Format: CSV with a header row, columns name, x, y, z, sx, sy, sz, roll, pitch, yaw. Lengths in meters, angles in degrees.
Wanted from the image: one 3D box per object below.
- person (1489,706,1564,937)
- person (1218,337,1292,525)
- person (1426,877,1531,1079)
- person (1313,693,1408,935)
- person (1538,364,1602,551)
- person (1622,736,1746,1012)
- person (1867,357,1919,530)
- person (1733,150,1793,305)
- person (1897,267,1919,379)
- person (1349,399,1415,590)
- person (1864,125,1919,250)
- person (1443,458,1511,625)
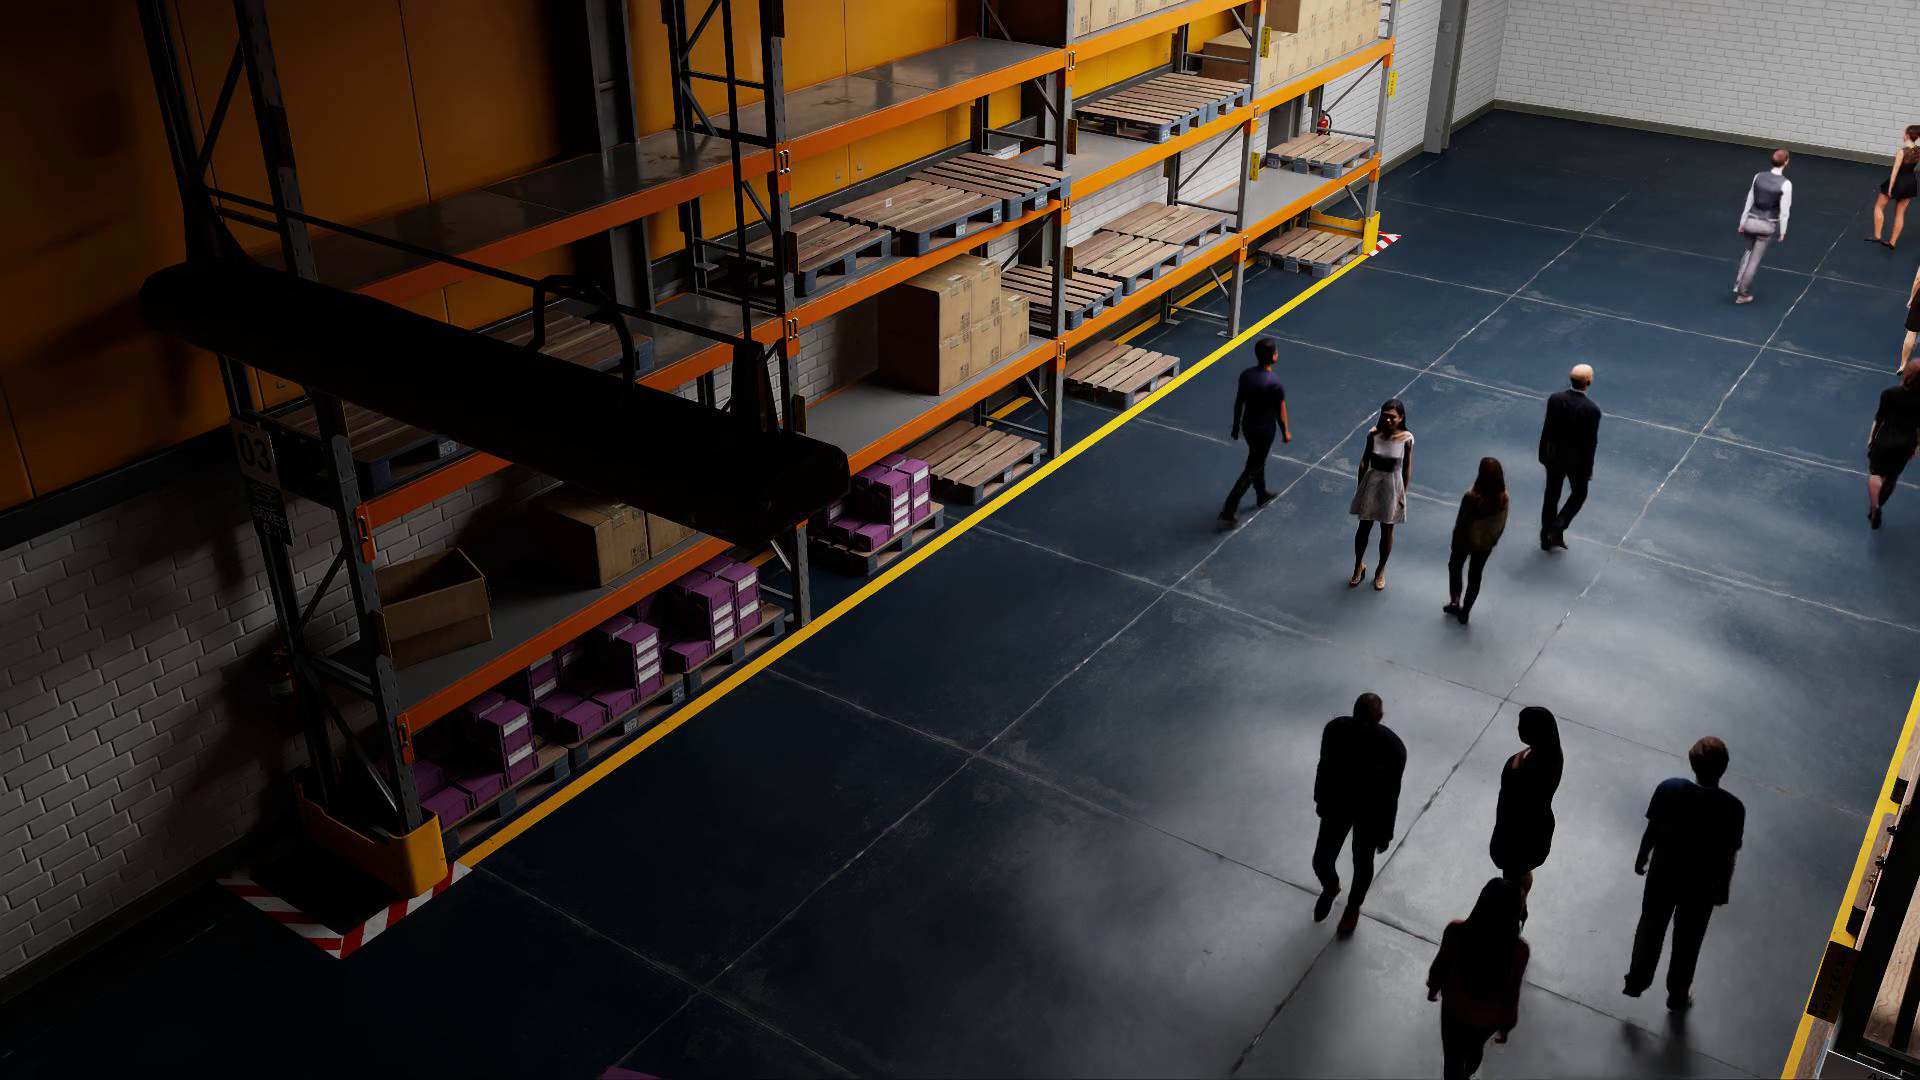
name,x,y,z,sx,sy,sz,roll,pitch,yaw
person,3.525,1.789,10.333,0.745,1.708,0.579,13,31,23
person,2.687,-0.966,15.333,1.209,1.756,0.865,-21,35,-33
person,2.688,2.597,8.789,0.835,1.769,1.154,9,30,17
person,2.508,1.670,10.451,0.739,1.805,0.694,14,31,24
person,5.357,-0.692,14.791,0.707,1.796,0.762,-24,37,-37
person,4.204,2.020,9.768,0.693,1.845,0.753,20,35,33
person,8.518,-0.825,15.145,0.696,1.689,0.965,12,31,21
person,9.770,-3.831,20.404,0.737,1.932,0.772,-18,33,-30
person,10.719,-2.609,18.348,0.635,1.755,0.505,19,34,30
person,3.616,-0.388,14.257,0.713,1.773,0.715,10,30,18
person,12.667,-4.708,22.289,0.746,1.665,0.806,-6,29,-10
person,4.301,0.052,13.779,0.691,1.458,0.718,-2,29,-4
